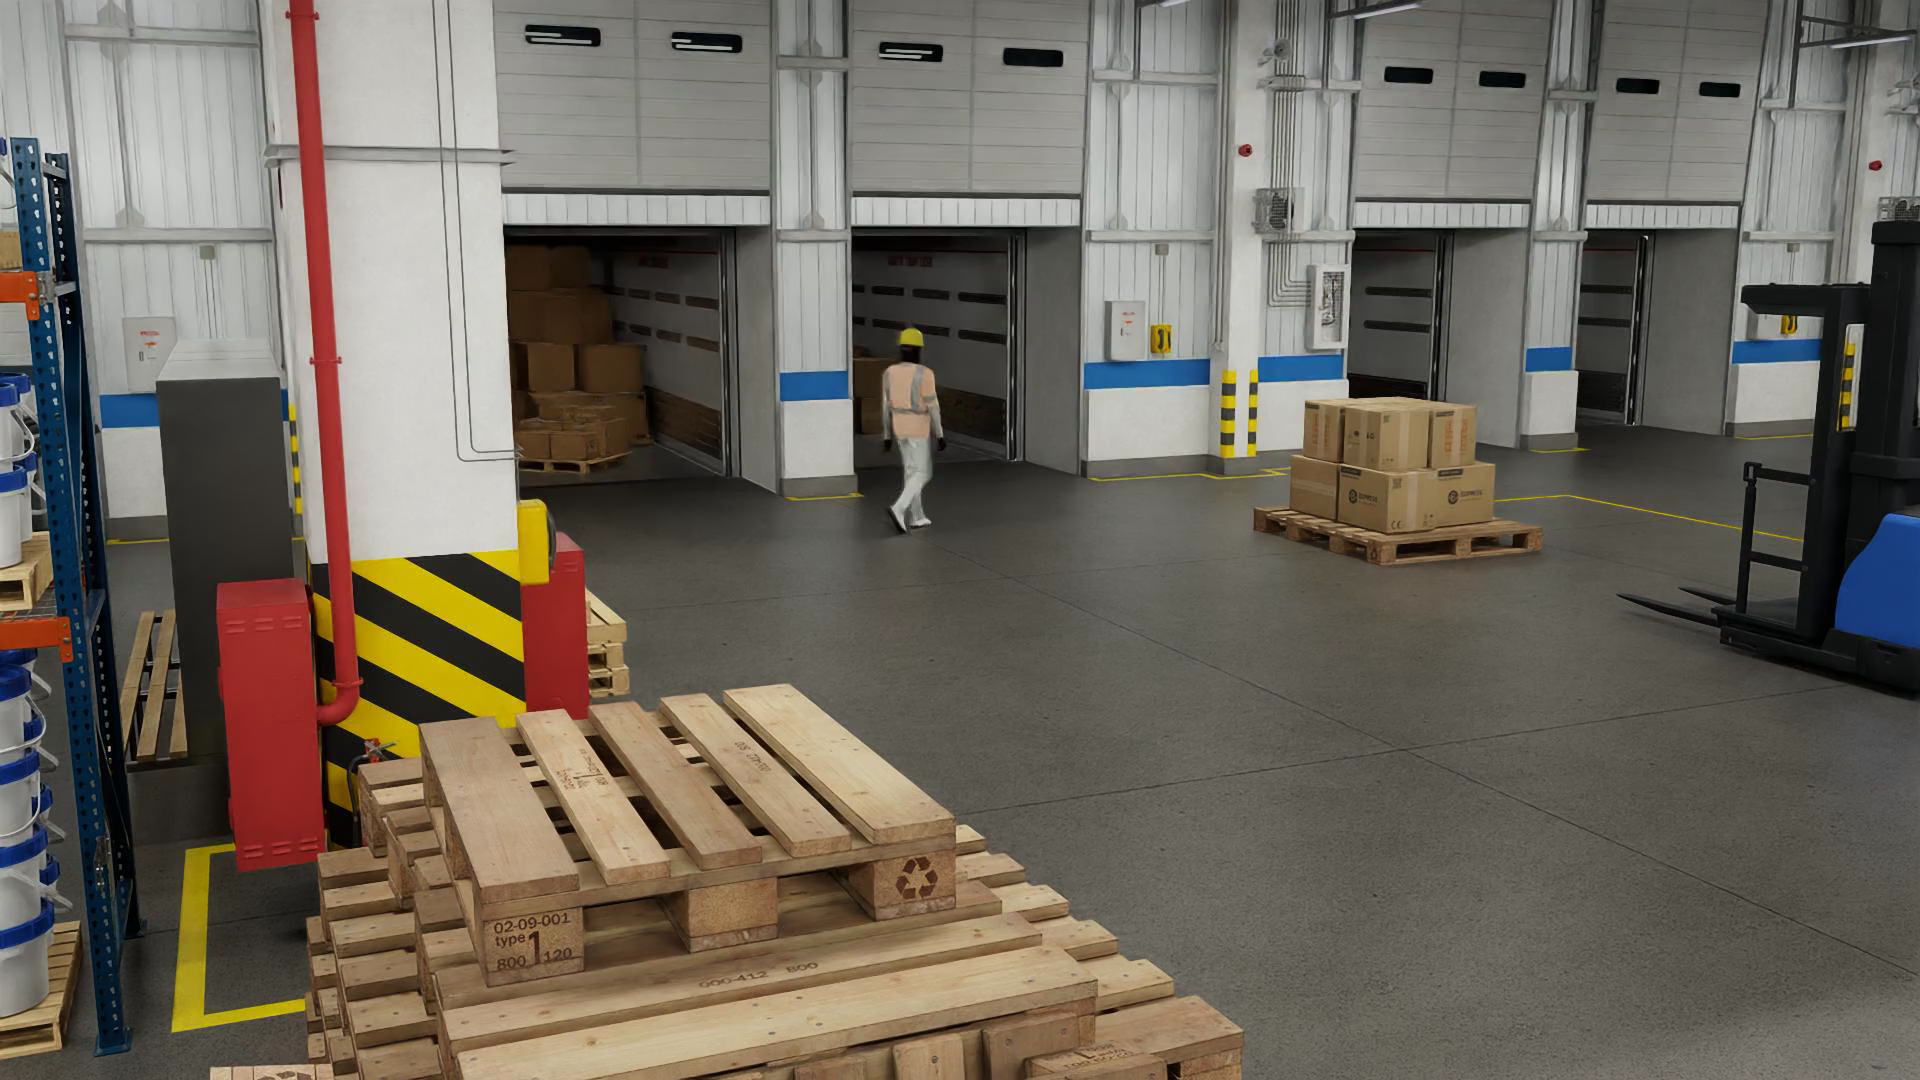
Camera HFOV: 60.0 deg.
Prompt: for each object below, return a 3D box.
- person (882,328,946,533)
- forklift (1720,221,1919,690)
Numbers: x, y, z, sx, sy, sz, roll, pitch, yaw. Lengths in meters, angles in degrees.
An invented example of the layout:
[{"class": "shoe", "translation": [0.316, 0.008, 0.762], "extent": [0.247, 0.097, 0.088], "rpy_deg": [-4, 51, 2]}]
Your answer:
[{"class": "person", "translation": [-0.458, -1.015, 15.455], "extent": [0.606, 1.904, 0.702], "rpy_deg": [9, 13, 40]}, {"class": "forklift", "translation": [5.949, -0.550, 10.218], "extent": [1.129, 2.768, 1.873], "rpy_deg": [-4, 11, -23]}]
